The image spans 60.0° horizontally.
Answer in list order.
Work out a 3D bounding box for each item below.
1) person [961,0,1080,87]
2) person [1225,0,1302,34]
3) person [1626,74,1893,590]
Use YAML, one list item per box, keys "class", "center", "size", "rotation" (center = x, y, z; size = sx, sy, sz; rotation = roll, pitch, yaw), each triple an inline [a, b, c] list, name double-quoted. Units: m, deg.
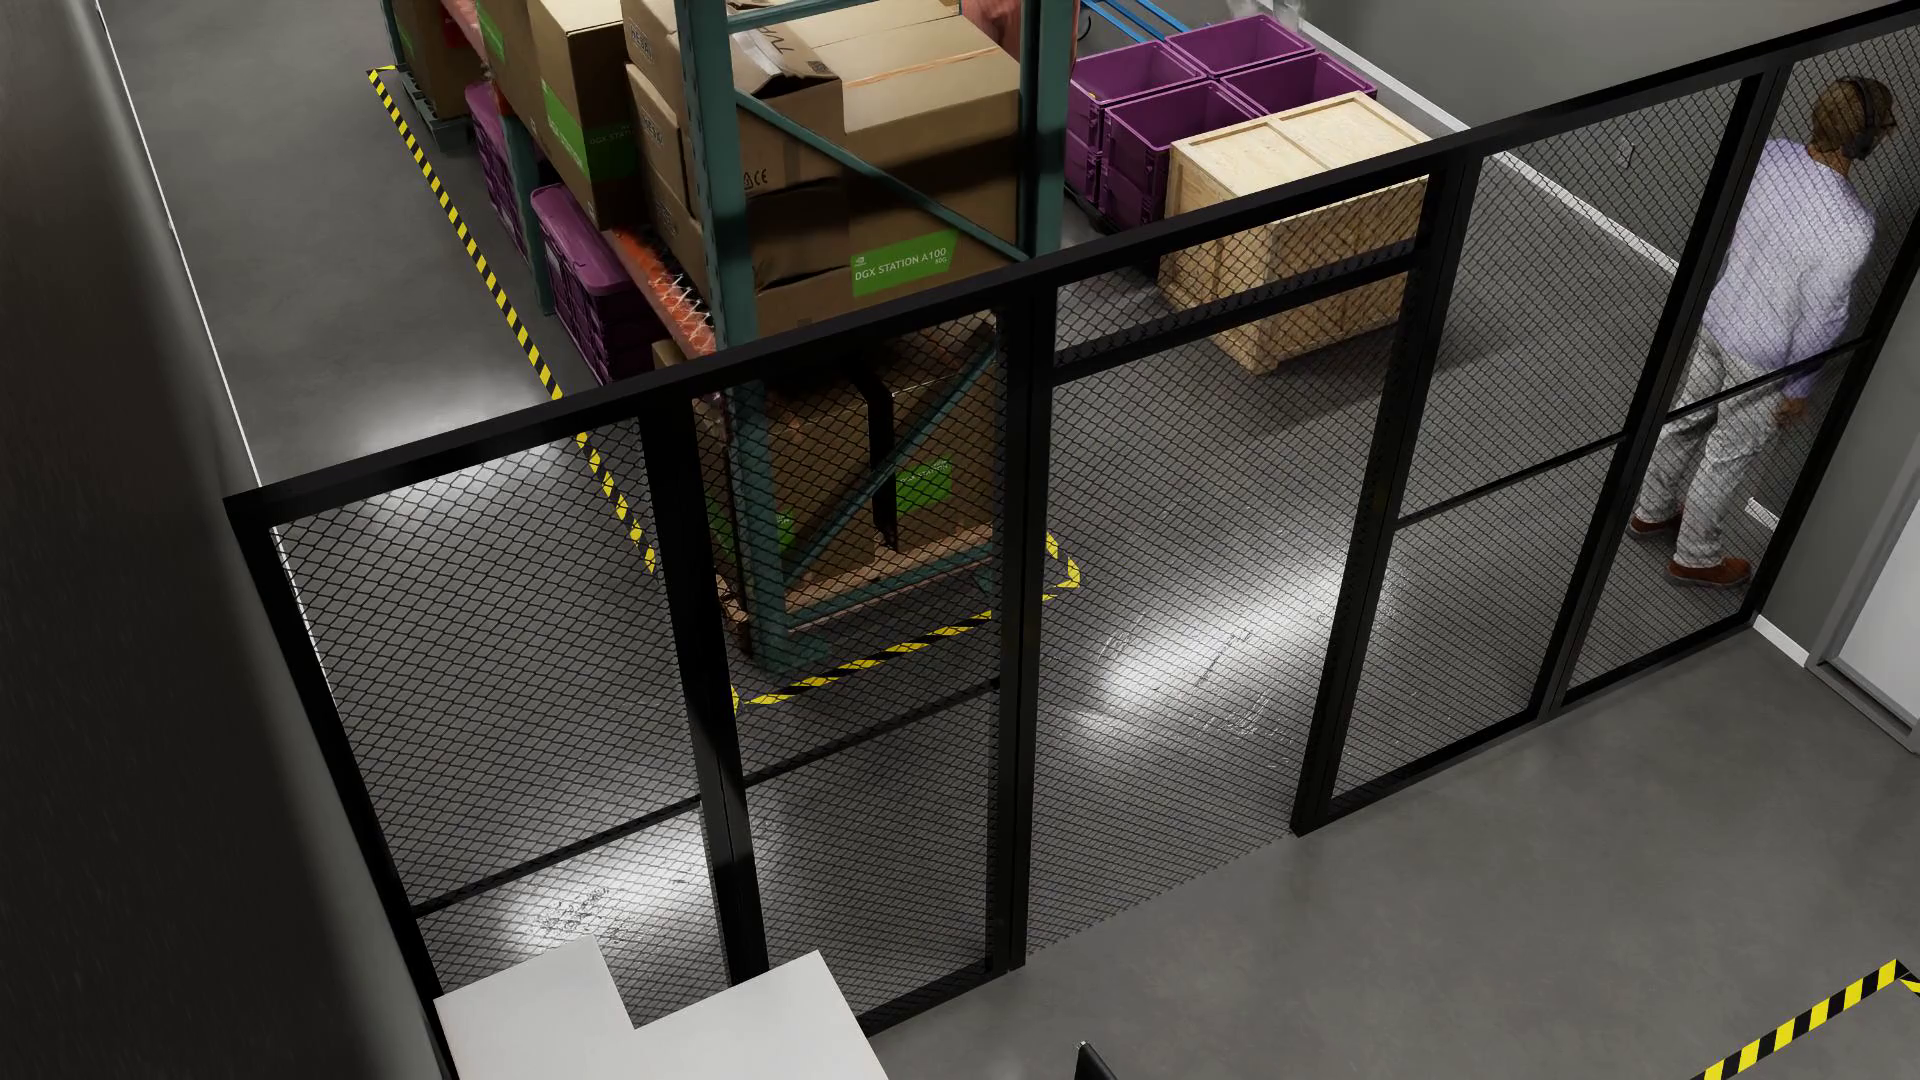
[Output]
- class: "person"
  center: [0.226, -1.811, 6.886]
  size: [0.613, 1.994, 0.382]
  rotation: [-32, 51, -30]
- class: "person"
  center: [1.638, -3.099, 8.425]
  size: [0.610, 1.816, 0.428]
  rotation: [-21, 46, -21]
- class: "person"
  center: [2.726, -0.679, 5.688]
  size: [0.379, 1.940, 0.629]
  rotation: [-7, 43, -7]
